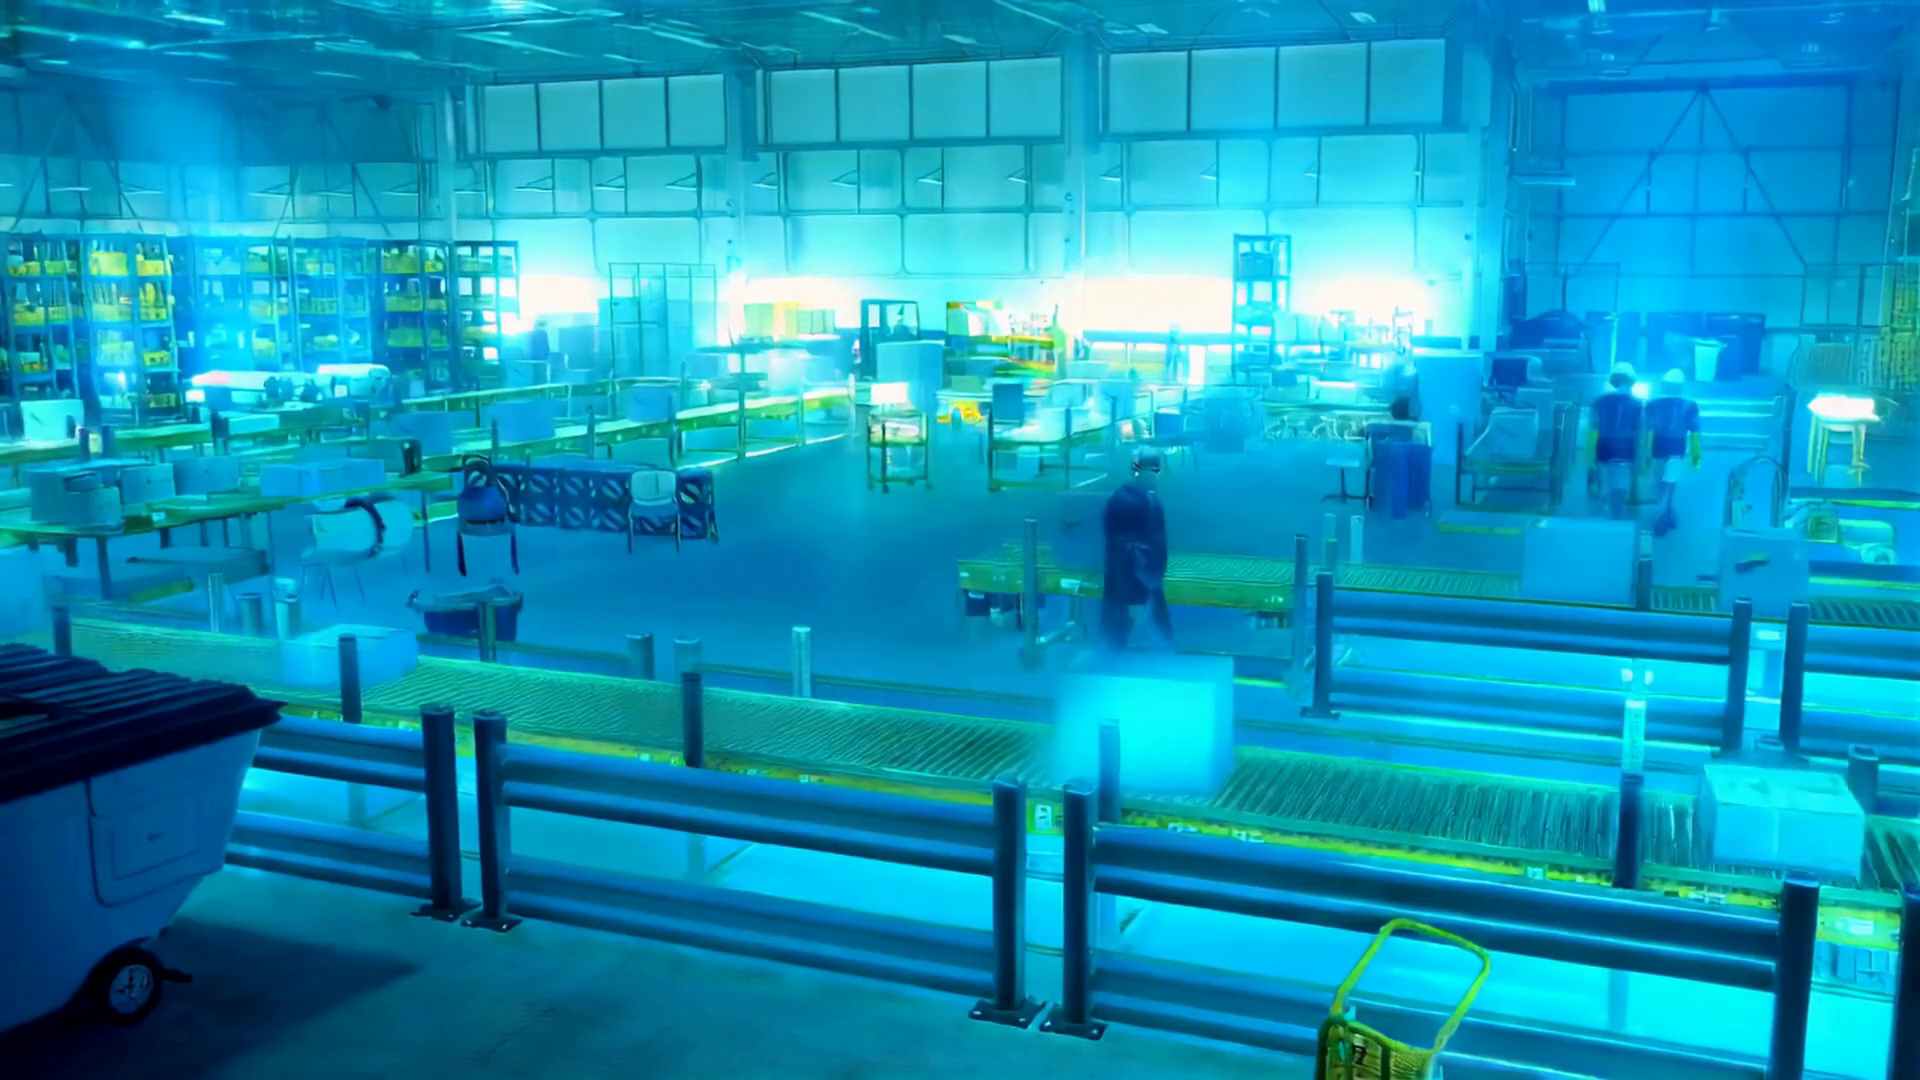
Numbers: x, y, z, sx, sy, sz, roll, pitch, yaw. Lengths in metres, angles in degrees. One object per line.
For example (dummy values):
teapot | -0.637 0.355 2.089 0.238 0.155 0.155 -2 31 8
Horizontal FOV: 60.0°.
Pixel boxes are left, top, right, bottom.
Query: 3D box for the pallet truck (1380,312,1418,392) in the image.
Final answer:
pallet truck | 10.207 -4.283 38.369 0.823 1.965 1.885 3 10 20

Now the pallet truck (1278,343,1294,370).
pallet truck | 7.886 -4.163 39.743 0.653 1.274 1.630 4 10 22

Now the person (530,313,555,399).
person | -9.518 -4.131 37.525 0.621 1.969 0.670 7 12 38

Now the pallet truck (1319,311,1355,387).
pallet truck | 9.071 -4.419 39.190 0.823 1.965 1.885 5 10 26

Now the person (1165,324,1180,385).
person | 4.609 -3.789 36.072 0.310 1.768 0.533 4 10 23

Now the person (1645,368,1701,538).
person | 7.967 -0.978 18.699 1.002 1.894 0.559 -9 13 -44

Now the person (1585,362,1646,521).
person | 7.017 -0.892 17.791 0.511 2.005 0.733 -6 11 -32

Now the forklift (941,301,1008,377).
forklift | 0.365 -4.966 41.571 1.157 1.987 2.680 3 10 20

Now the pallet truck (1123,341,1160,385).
pallet truck | 4.445 -4.380 41.279 0.680 1.201 1.601 4 10 22

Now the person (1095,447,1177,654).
person | 1.235 0.333 10.788 0.956 1.862 0.664 5 11 29

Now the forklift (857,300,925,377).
forklift | -1.732 -5.109 42.468 1.157 1.987 2.680 4 10 22

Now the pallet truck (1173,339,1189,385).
pallet truck | 5.418 -4.269 40.420 0.704 1.261 1.522 3 10 20

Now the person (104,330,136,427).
person | -15.790 -3.027 31.240 0.600 1.836 0.404 0 9 2
